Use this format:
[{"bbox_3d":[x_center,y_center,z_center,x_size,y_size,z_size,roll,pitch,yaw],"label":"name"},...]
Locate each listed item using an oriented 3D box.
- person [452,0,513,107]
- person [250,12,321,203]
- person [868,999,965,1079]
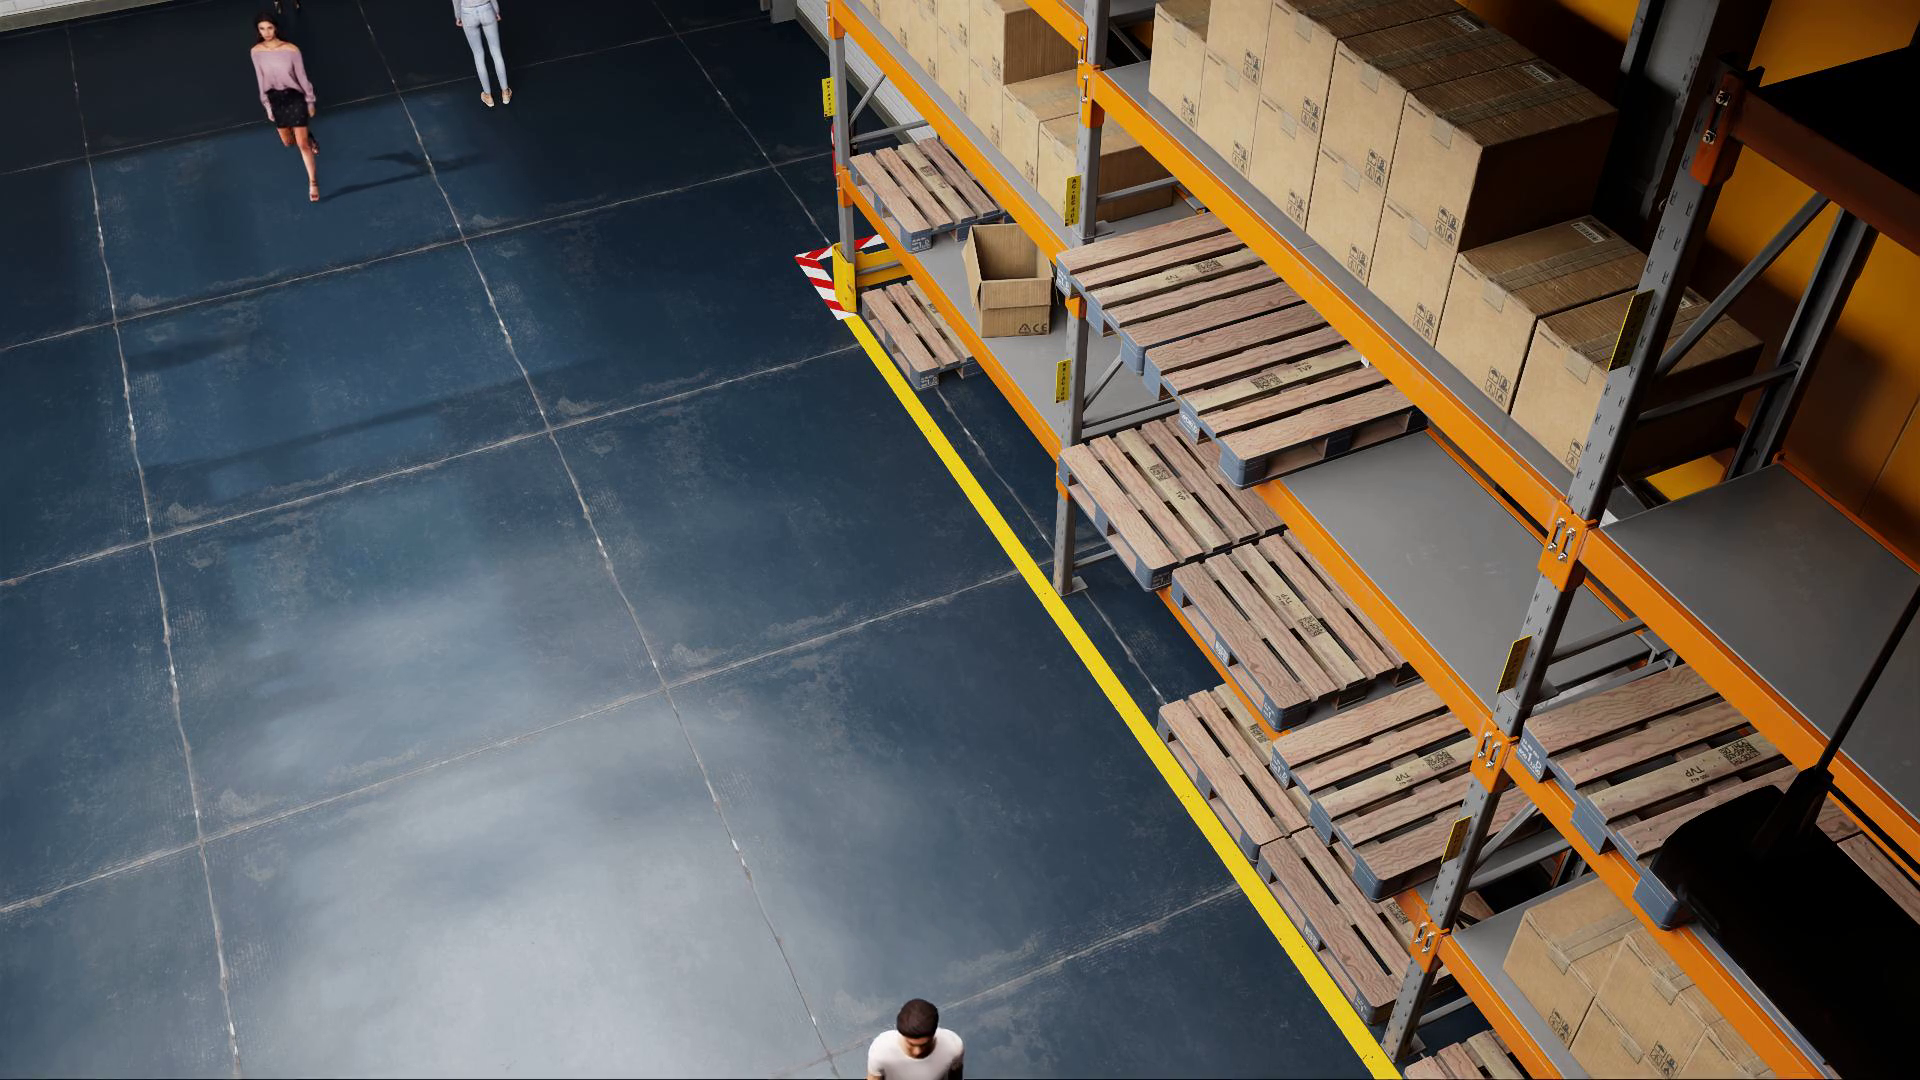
[{"bbox_3d":[-4.754,-5.155,16.404,0.594,1.795,0.503,-15,46,-16],"label":"person"},{"bbox_3d":[-6.117,-3.991,15.181,0.800,1.797,1.006,-5,44,-6],"label":"person"},{"bbox_3d":[-0.222,2.701,8.222,0.857,1.706,1.014,0,44,0],"label":"person"}]
